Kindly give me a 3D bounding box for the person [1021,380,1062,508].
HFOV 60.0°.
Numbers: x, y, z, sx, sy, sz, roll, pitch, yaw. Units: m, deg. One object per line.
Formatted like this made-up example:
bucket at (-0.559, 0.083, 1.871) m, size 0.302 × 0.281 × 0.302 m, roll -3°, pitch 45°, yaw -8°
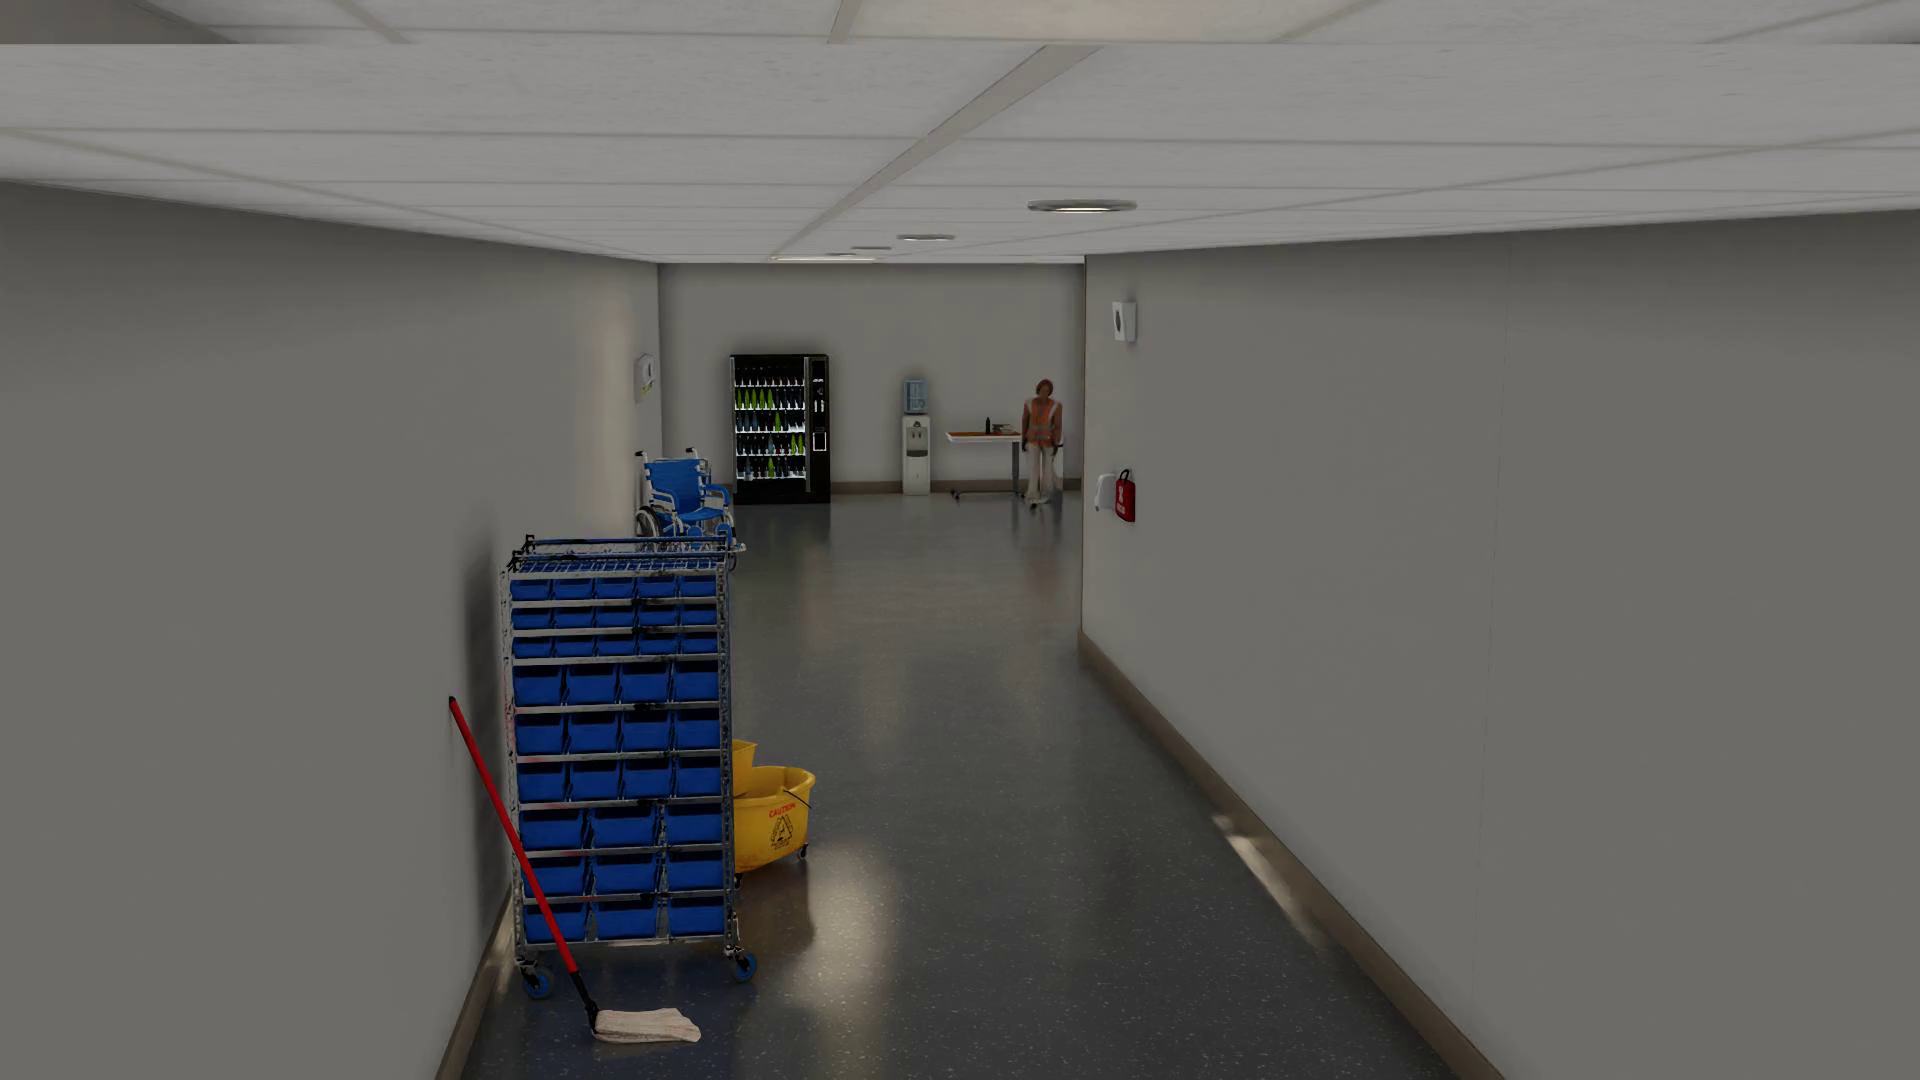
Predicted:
person at (1.002, -1.193, 20.571) m, size 0.550 × 1.579 × 0.817 m, roll 2°, pitch 9°, yaw 14°
